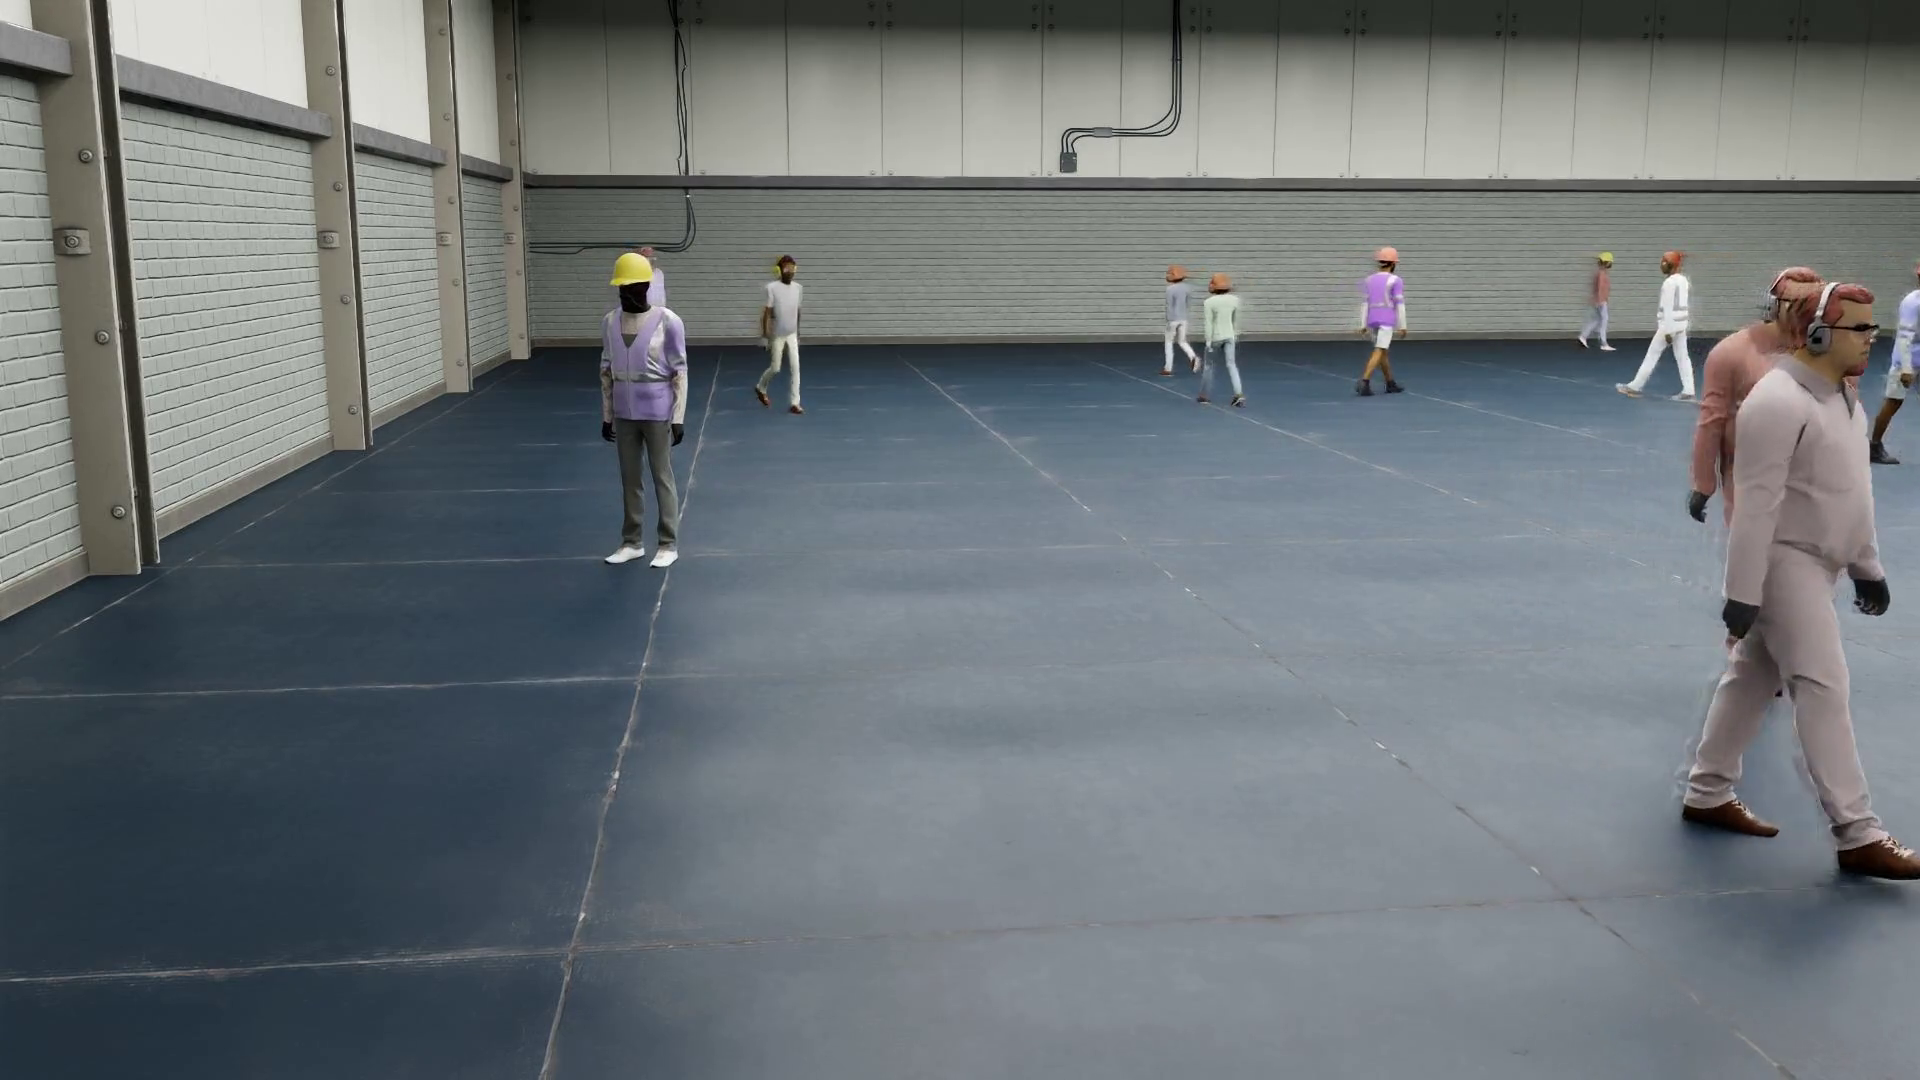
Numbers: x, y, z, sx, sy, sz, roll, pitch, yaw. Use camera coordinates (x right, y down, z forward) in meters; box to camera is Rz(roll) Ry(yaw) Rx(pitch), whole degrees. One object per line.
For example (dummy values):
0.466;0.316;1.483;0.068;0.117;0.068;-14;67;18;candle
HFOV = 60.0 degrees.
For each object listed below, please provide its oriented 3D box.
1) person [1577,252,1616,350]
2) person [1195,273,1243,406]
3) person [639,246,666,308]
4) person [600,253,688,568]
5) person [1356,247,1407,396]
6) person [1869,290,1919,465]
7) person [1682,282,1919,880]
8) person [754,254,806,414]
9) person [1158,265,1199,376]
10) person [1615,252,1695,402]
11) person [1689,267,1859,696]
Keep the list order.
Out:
11.435;-4.270;29.778;0.610;1.755;0.536;5;11;23;person
3.158;-2.410;20.004;0.499;1.593;0.844;-4;11;-20;person
-4.207;-3.034;22.619;0.437;1.891;0.671;7;12;34;person
-1.956;-0.785;10.192;0.594;1.922;0.385;4;11;23;person
5.400;-2.790;21.298;0.979;1.896;0.570;-7;13;-35;person
8.398;-1.554;14.548;0.583;1.871;0.916;-4;11;-23;person
2.814;0.123;5.353;0.922;1.865;0.670;9;14;42;person
-2.095;-2.385;19.246;0.523;1.838;0.862;-7;13;-35;person
3.168;-3.173;24.097;0.509;1.614;0.607;-9;13;-40;person
8.695;-2.633;20.570;0.580;1.835;0.968;-9;14;-41;person
3.575;-0.225;7.210;0.679;1.885;0.616;0;10;1;person
